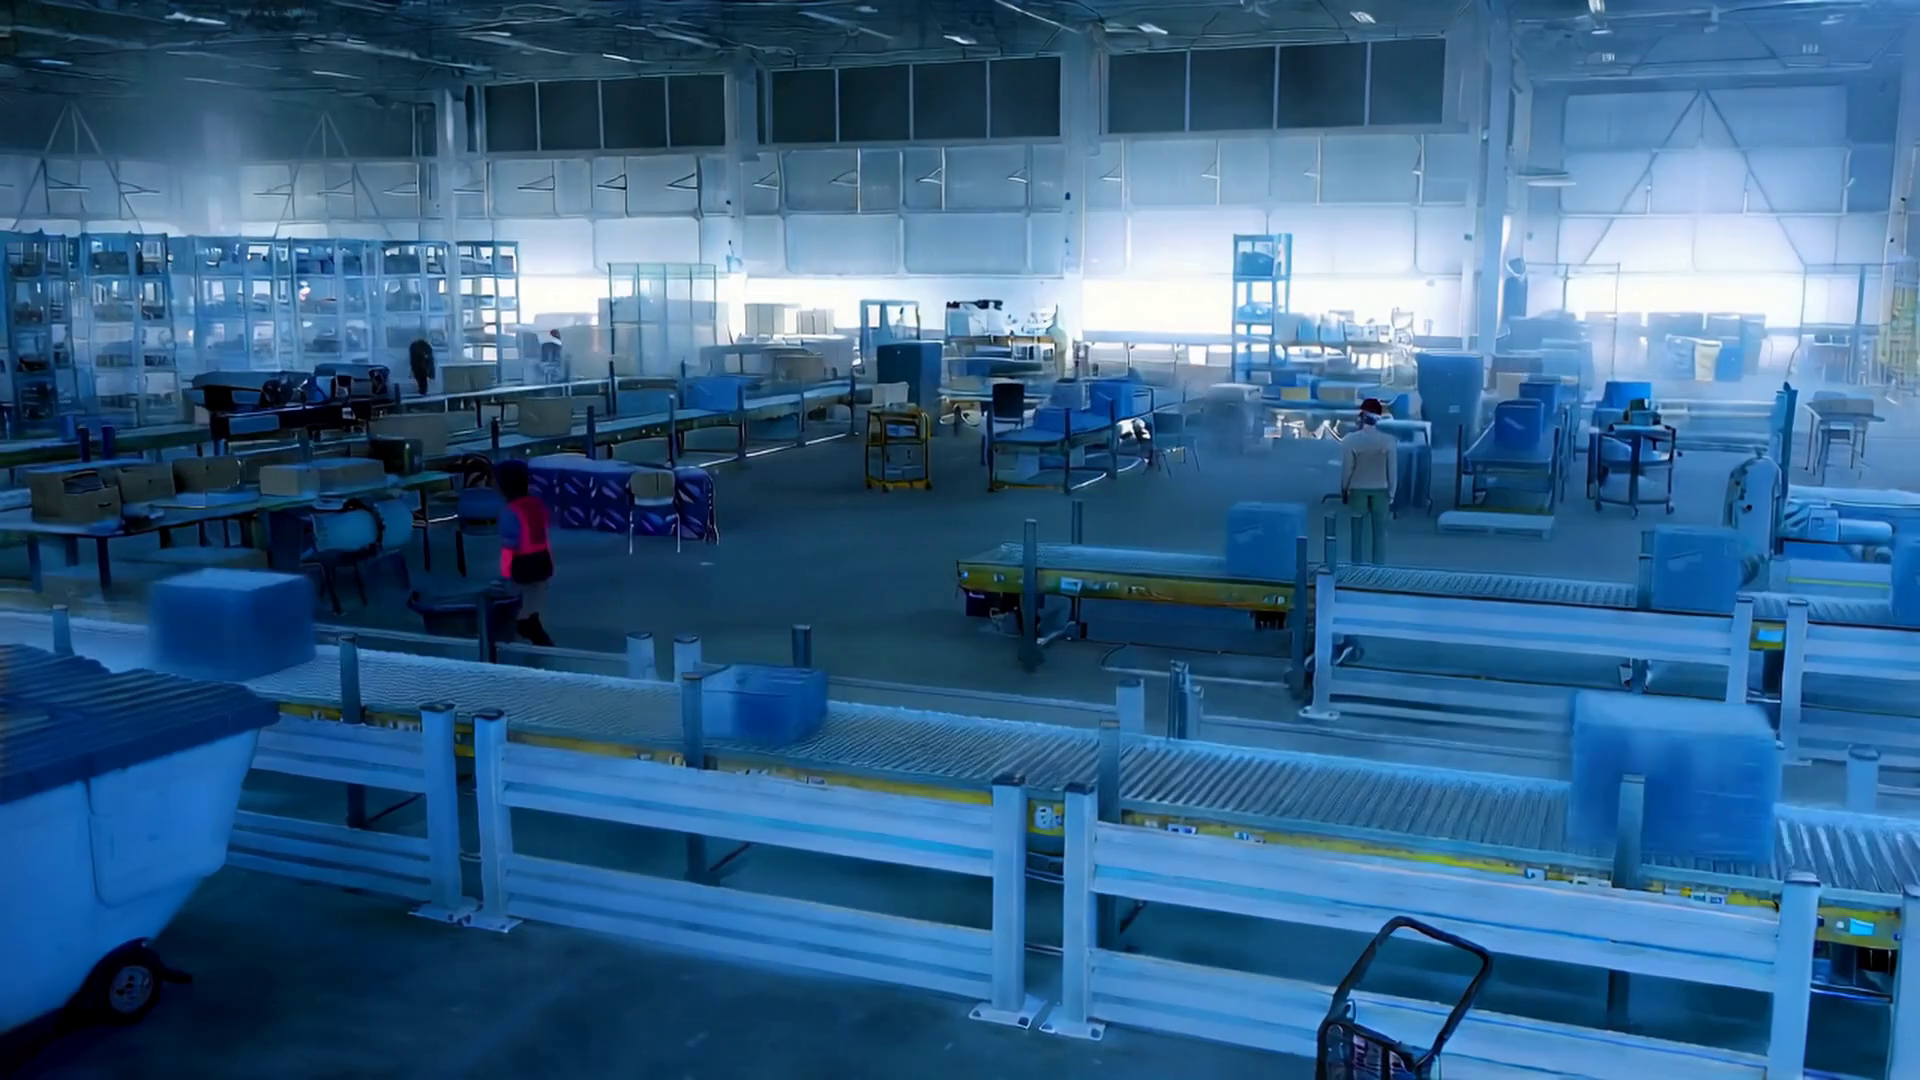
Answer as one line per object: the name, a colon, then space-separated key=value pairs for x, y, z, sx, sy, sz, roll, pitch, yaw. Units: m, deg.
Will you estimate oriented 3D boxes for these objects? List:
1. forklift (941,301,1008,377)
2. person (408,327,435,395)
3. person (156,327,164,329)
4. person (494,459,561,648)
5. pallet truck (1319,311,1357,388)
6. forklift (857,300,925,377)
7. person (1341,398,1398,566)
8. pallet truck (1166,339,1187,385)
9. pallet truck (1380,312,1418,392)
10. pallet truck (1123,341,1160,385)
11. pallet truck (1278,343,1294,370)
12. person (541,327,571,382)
forklift: x=0.365 y=-4.966 z=41.571 sx=1.157 sy=1.987 sz=2.680 roll=3 pitch=10 yaw=20
person: x=-10.210 y=-3.095 z=31.528 sx=0.650 sy=1.882 sz=0.820 roll=7 pitch=11 yaw=35
person: x=-17.960 y=-4.044 z=37.440 sx=0.569 sy=1.831 sz=0.412 roll=-7 pitch=12 yaw=-36
person: x=-3.020 y=0.260 z=11.818 sx=0.532 sy=1.671 sz=0.568 roll=2 pitch=10 yaw=10
pallet truck: x=9.071 y=-4.419 z=39.190 sx=0.823 sy=1.965 sz=1.885 roll=5 pitch=10 yaw=26
forklift: x=-1.732 y=-5.109 z=42.468 sx=1.157 sy=1.987 sz=2.680 roll=4 pitch=10 yaw=22
person: x=3.937 y=-0.480 z=16.026 sx=0.533 sy=1.768 sz=0.311 roll=2 pitch=10 yaw=14
pallet truck: x=5.418 y=-4.269 z=40.420 sx=0.704 sy=1.261 sz=1.522 roll=3 pitch=10 yaw=20
pallet truck: x=10.207 y=-4.283 z=38.369 sx=0.823 sy=1.965 sz=1.885 roll=3 pitch=10 yaw=20
pallet truck: x=4.445 y=-4.380 z=41.279 sx=0.680 sy=1.201 sz=1.601 roll=4 pitch=10 yaw=22
pallet truck: x=7.886 y=-4.163 z=39.743 sx=0.653 sy=1.274 sz=1.630 roll=4 pitch=10 yaw=22
person: x=-8.077 y=-3.350 z=33.298 sx=0.598 sy=1.803 sz=0.593 roll=9 pitch=13 yaw=44
